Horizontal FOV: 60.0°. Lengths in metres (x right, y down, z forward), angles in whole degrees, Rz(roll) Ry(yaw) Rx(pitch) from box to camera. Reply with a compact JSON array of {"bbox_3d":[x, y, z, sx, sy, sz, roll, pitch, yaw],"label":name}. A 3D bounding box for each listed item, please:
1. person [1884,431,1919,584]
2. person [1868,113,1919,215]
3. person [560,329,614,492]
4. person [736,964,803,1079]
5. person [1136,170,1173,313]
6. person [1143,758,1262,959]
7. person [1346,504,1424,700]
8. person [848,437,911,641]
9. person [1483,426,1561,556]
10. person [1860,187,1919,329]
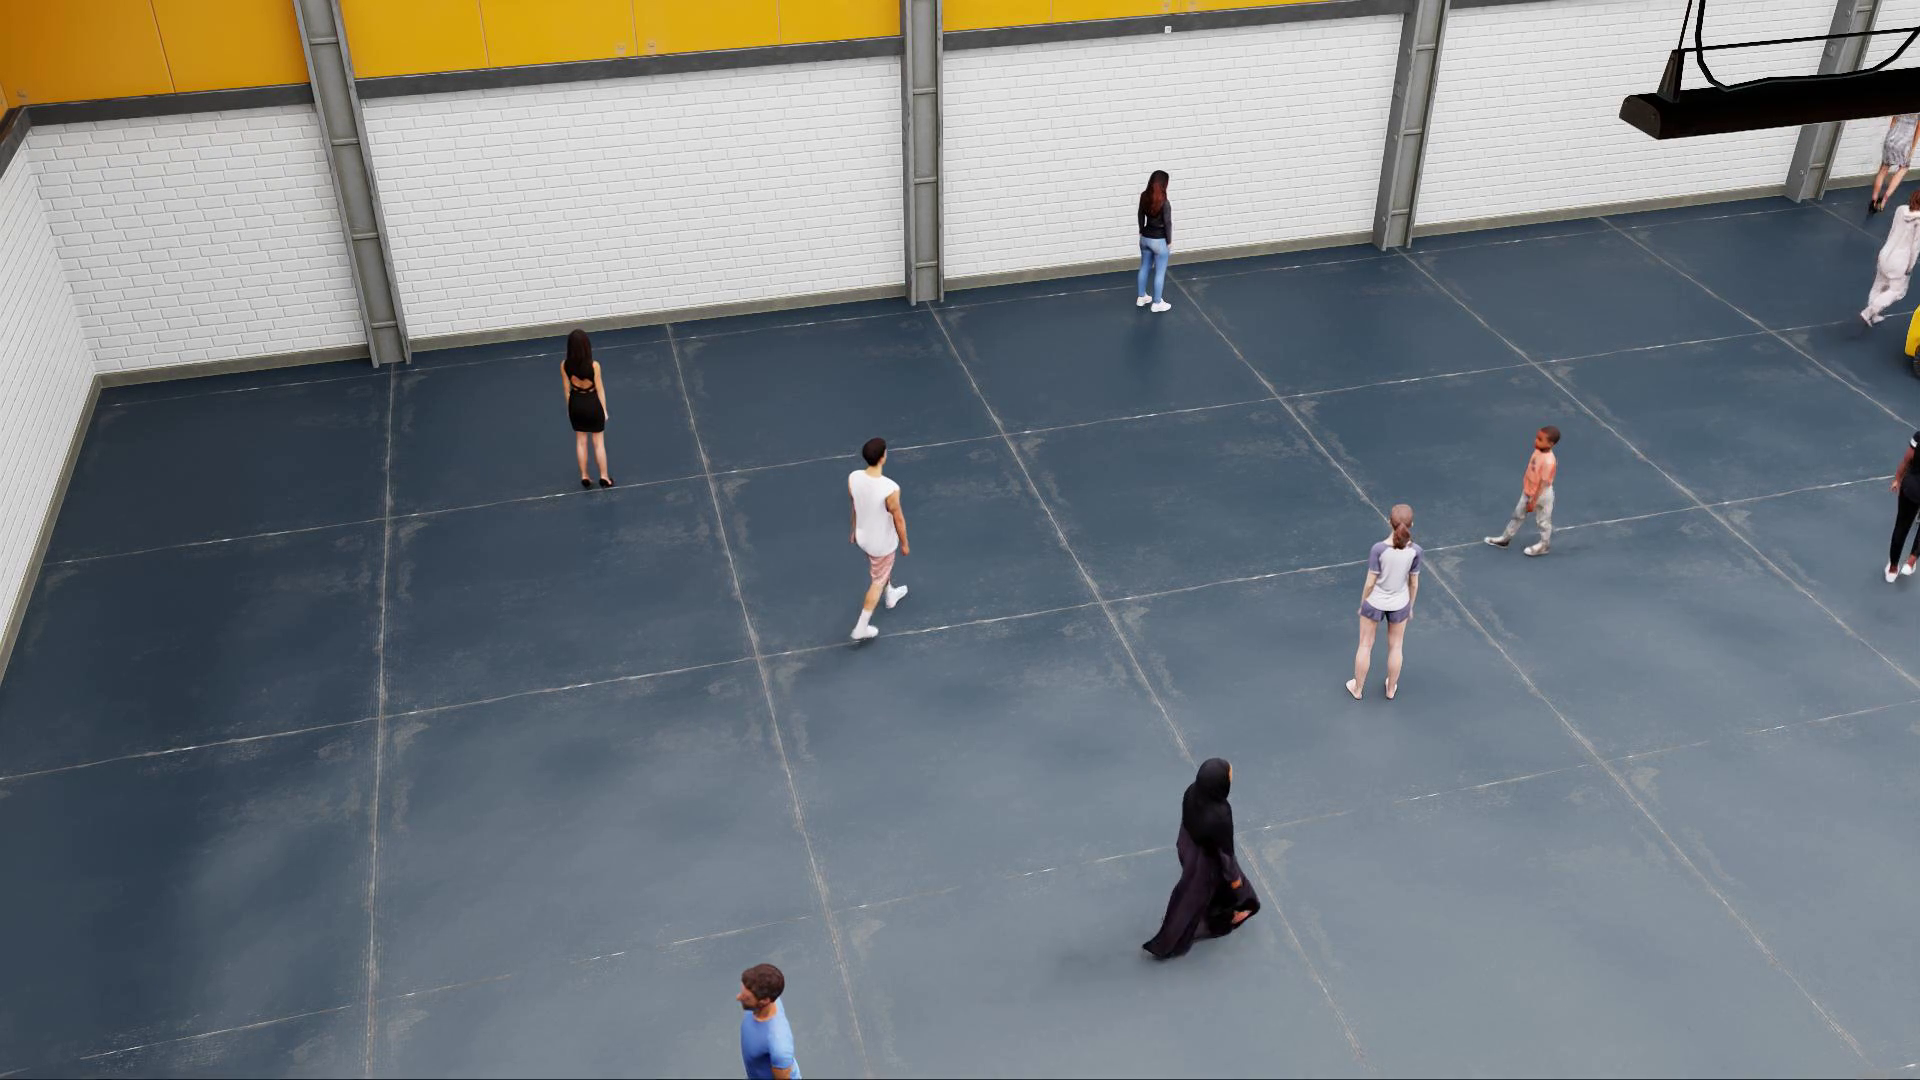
[{"bbox_3d":[8.209,-0.367,14.210,0.767,1.720,0.825,19,38,26],"label":"person"},{"bbox_3d":[11.818,-4.961,21.042,0.711,1.810,0.699,-23,40,-30],"label":"person"},{"bbox_3d":[-3.490,-1.198,15.526,0.528,1.647,0.658,3,34,5],"label":"person"},{"bbox_3d":[-1.012,2.968,9.063,0.594,1.865,0.669,-12,35,-17],"label":"person"},{"bbox_3d":[2.210,-3.399,18.847,0.712,1.637,0.721,-26,41,-33],"label":"person"},{"bbox_3d":[1.504,2.049,10.678,1.097,1.607,0.638,-10,35,-14],"label":"person"},{"bbox_3d":[3.301,0.487,12.884,0.579,1.767,0.701,1,34,1],"label":"person"},{"bbox_3d":[-0.723,0.026,13.593,1.064,1.749,1.193,24,40,31],"label":"person"},{"bbox_3d":[5.174,-0.424,14.690,0.838,1.285,0.597,-2,34,-3],"label":"person"},{"bbox_3d":[10.285,-3.097,18.365,0.743,1.668,0.669,-13,36,-18],"label":"person"}]
